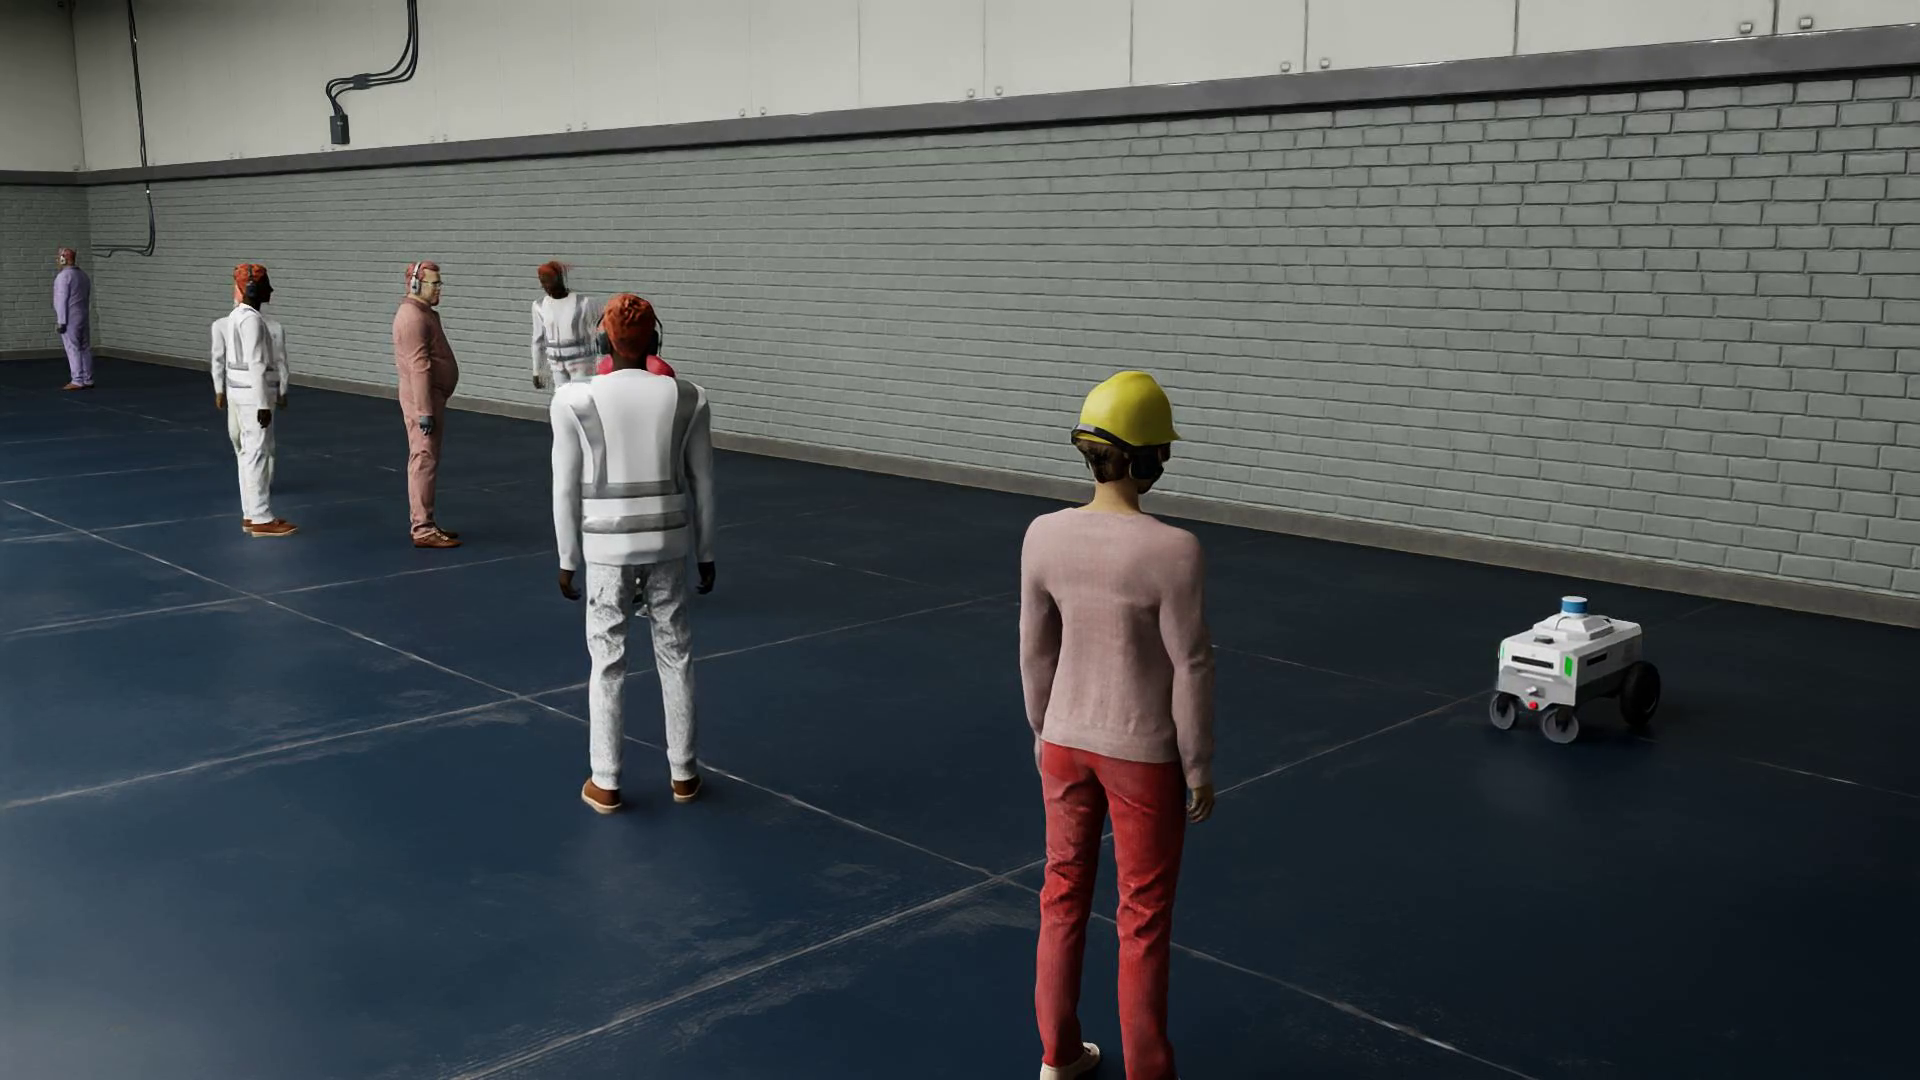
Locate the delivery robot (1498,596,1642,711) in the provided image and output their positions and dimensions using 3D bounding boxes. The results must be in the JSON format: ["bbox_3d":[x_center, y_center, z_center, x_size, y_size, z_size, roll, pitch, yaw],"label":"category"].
[{"bbox_3d":[2.577,0.482,7.013,0.707,0.478,0.477,-10,14,-44],"label":"delivery robot"}]

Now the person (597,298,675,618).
[{"bbox_3d":[-1.802,-0.451,9.116,0.571,1.743,0.351,8,13,37],"label":"person"}]

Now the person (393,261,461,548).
[{"bbox_3d":[-3.555,-0.902,11.138,0.403,1.904,0.651,-3,11,-18],"label":"person"}]

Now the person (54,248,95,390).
[{"bbox_3d":[-12.007,-2.980,22.497,0.402,1.901,0.647,0,10,2],"label":"person"}]

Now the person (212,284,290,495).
[{"bbox_3d":[-5.691,-1.234,13.374,0.579,1.740,0.465,-4,11,-19],"label":"person"}]

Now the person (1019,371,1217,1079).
[{"bbox_3d":[0.375,0.490,3.917,0.523,1.769,0.315,9,13,39],"label":"person"}]

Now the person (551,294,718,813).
[{"bbox_3d":[-1.176,0.047,6.075,0.590,1.873,0.372,-4,11,-22],"label":"person"}]

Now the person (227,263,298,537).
[{"bbox_3d":[-4.883,-0.967,11.549,0.359,1.882,0.575,-6,12,-30],"label":"person"}]

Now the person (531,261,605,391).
[{"bbox_3d":[-3.433,-1.514,14.598,0.597,1.854,0.499,3,11,15],"label":"person"}]
